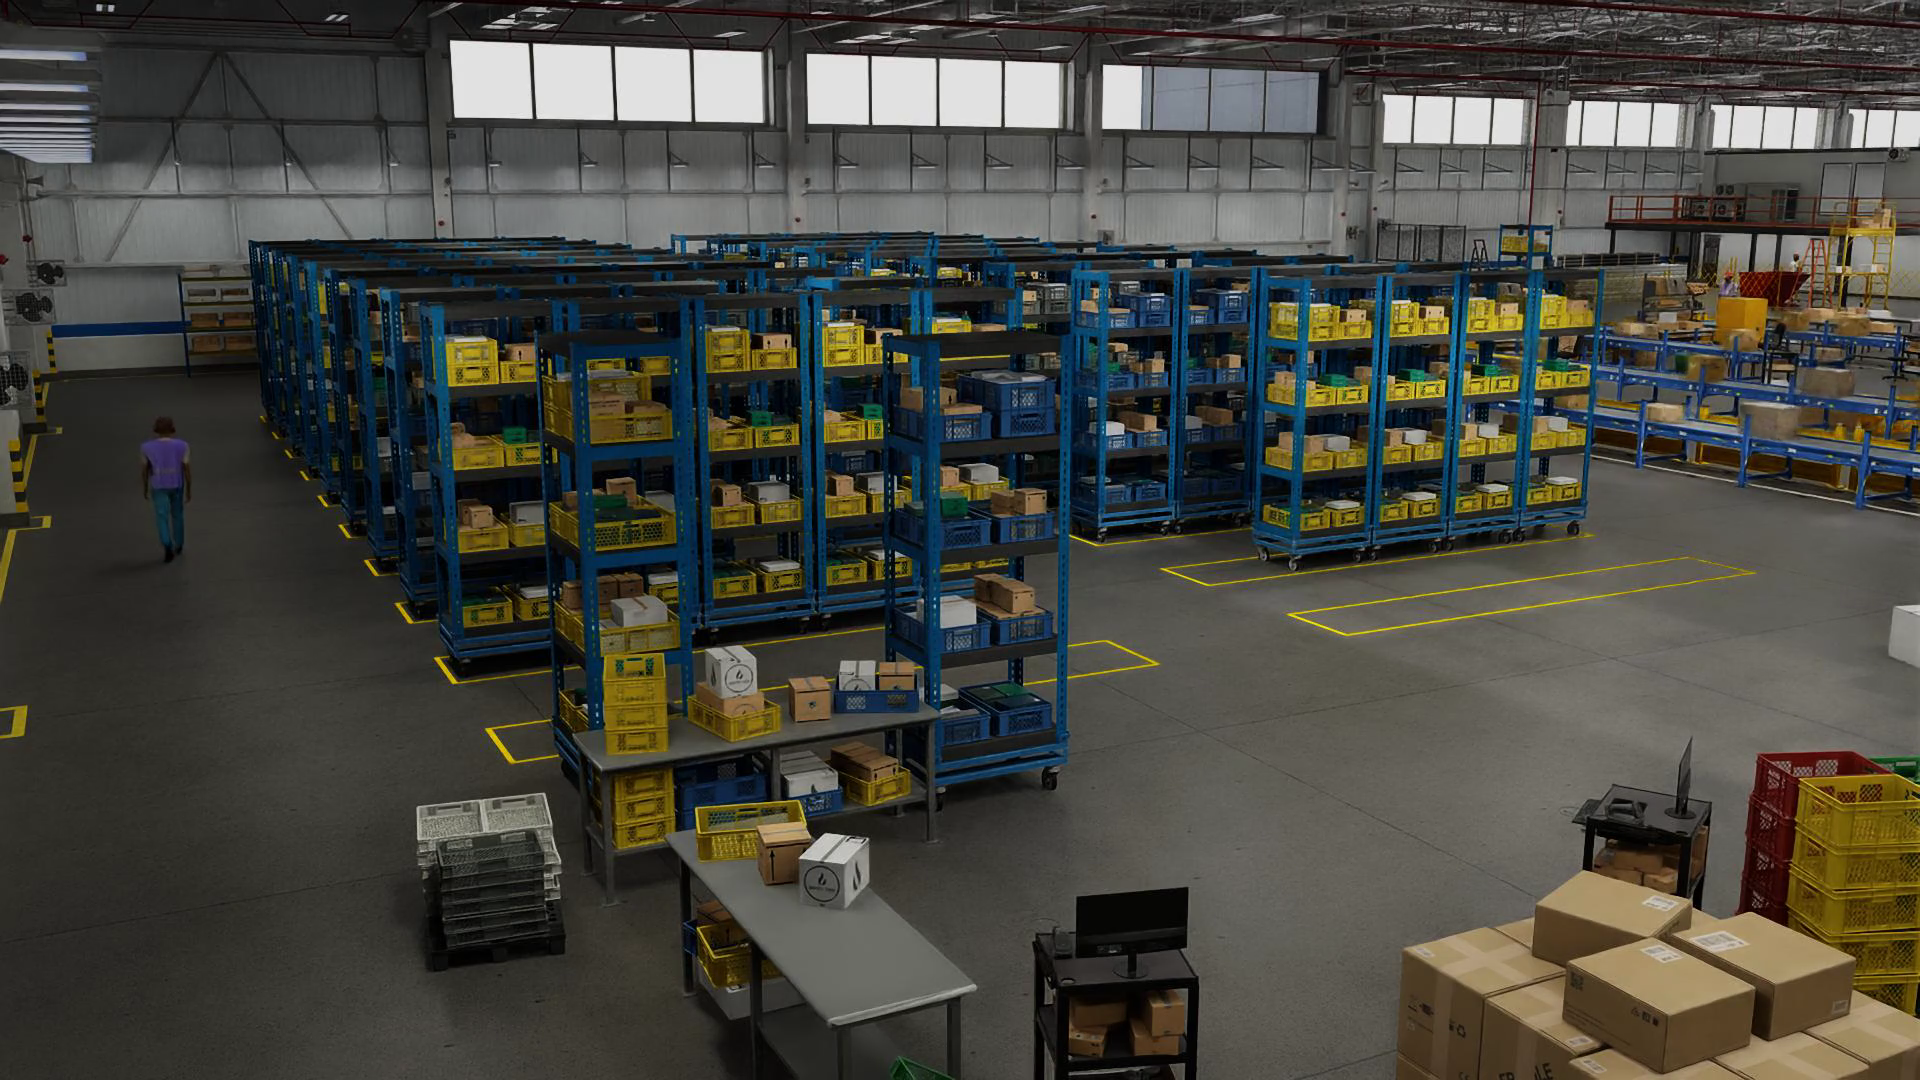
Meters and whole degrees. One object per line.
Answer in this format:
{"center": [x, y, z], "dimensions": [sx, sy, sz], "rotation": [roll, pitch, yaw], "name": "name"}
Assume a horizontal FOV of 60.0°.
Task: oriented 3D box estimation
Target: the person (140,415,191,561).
{"center": [-10.056, -0.669, 21.126], "dimensions": [0.572, 1.822, 0.808], "rotation": [-7, 14, -30], "name": "person"}

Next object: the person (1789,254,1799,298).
{"center": [34.481, -10.888, 68.804], "dimensions": [0.358, 1.880, 0.564], "rotation": [9, 15, 35], "name": "person"}

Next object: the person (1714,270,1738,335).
{"center": [24.092, -7.444, 52.303], "dimensions": [0.378, 2.044, 0.607], "rotation": [-7, 14, -29], "name": "person"}

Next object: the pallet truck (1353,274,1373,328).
{"center": [13.011, -8.050, 55.243], "dimensions": [0.823, 1.965, 1.885], "rotation": [-7, 14, -28], "name": "pallet truck"}
